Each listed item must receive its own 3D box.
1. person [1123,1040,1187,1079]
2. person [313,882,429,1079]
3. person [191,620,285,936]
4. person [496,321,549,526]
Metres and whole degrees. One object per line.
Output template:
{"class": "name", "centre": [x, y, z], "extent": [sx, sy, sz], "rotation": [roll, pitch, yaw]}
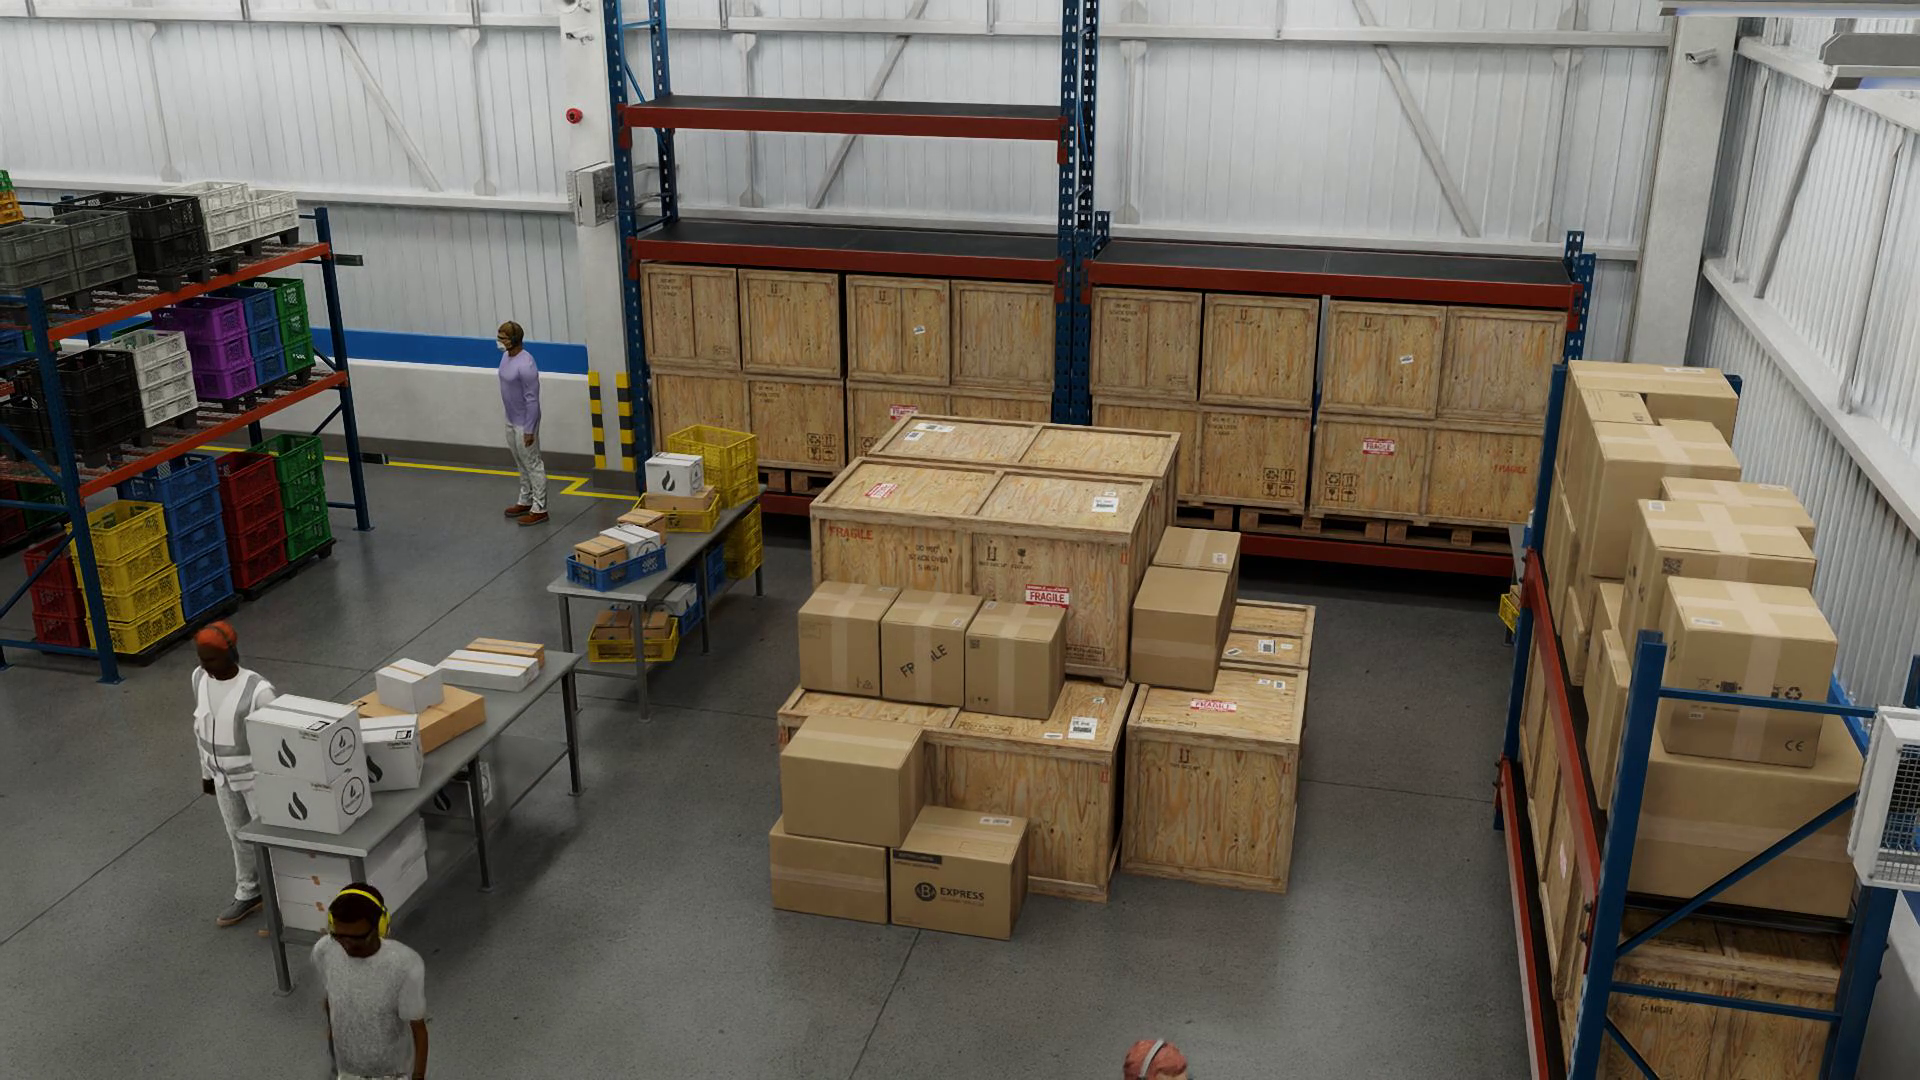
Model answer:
{"class": "person", "centre": [0.649, 2.594, 5.968], "extent": [0.397, 1.898, 0.639], "rotation": [14, 25, 32]}
{"class": "person", "centre": [-2.451, 2.232, 6.984], "extent": [0.573, 1.839, 0.807], "rotation": [3, 21, 9]}
{"class": "person", "centre": [-4.024, 1.328, 9.292], "extent": [0.583, 1.883, 0.376], "rotation": [9, 23, 21]}
{"class": "person", "centre": [-4.110, -1.100, 15.567], "extent": [0.372, 1.940, 0.630], "rotation": [-14, 25, -33]}
